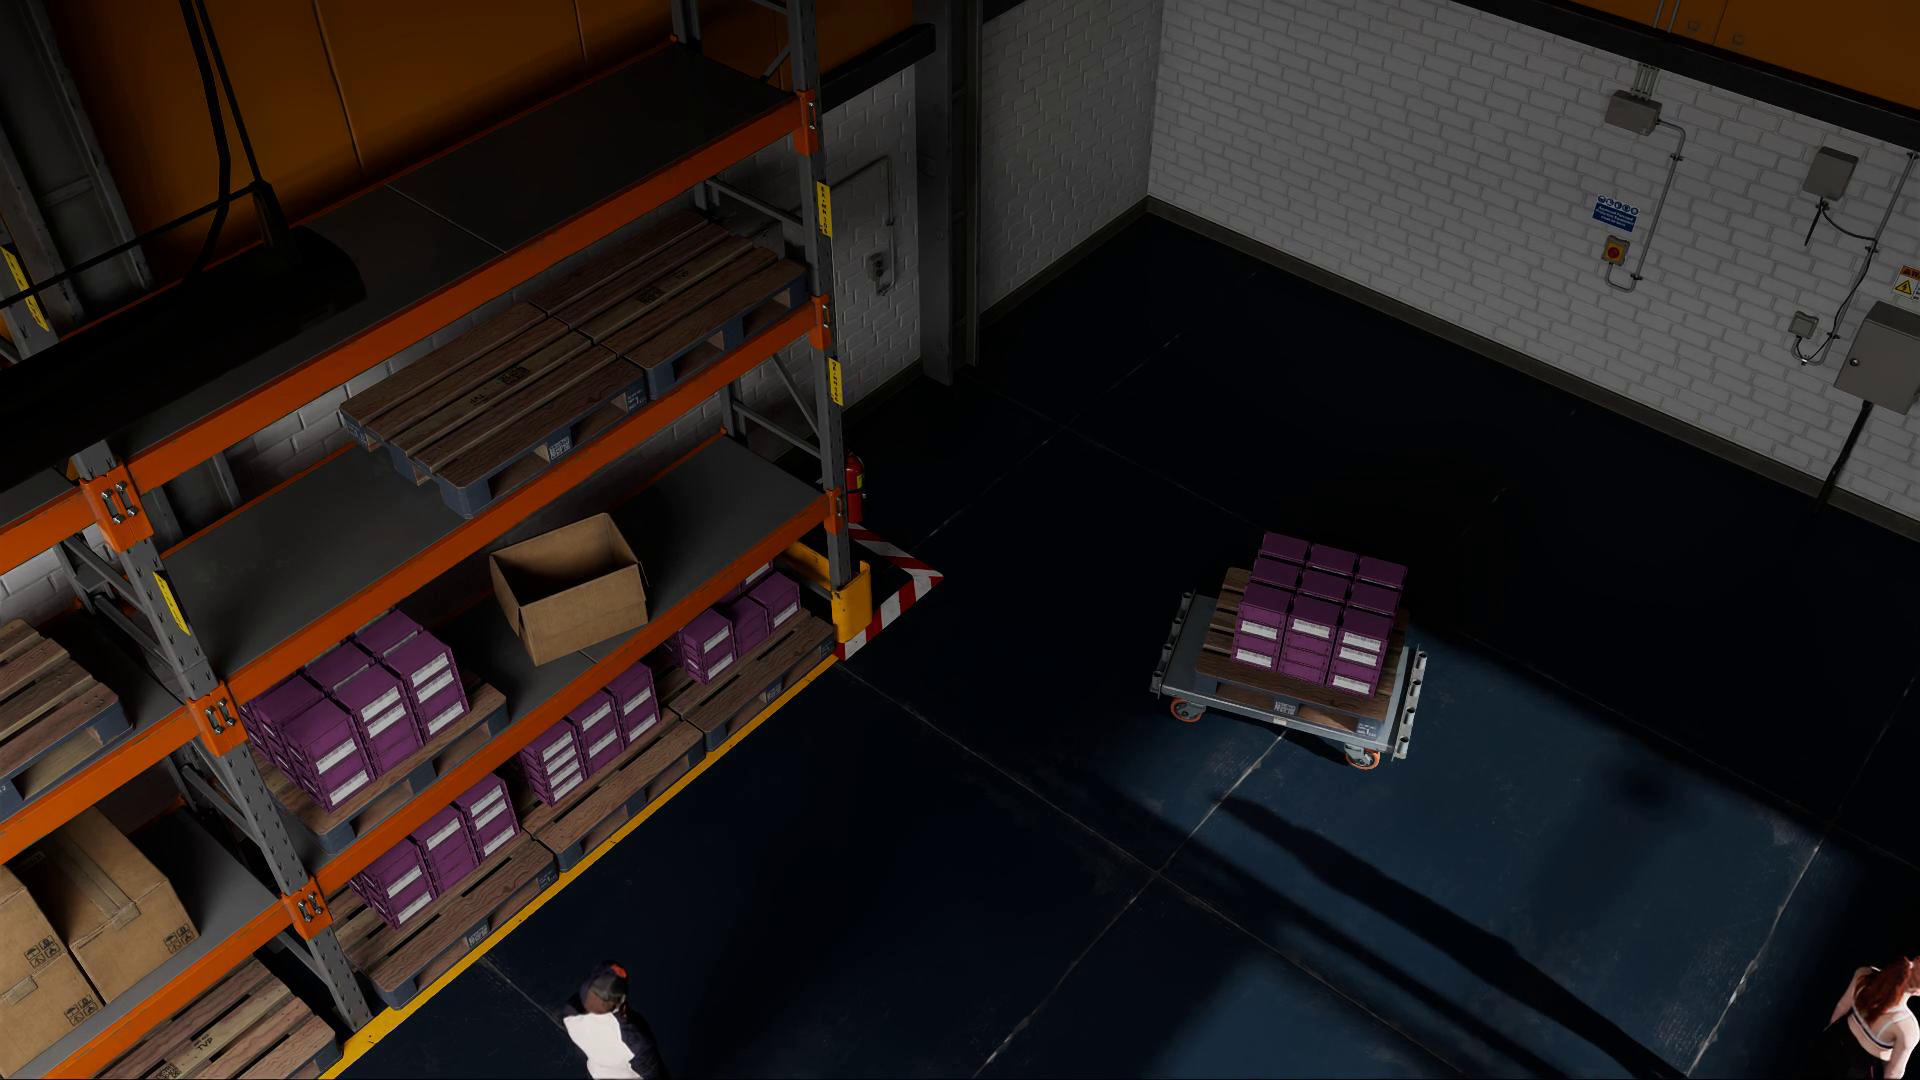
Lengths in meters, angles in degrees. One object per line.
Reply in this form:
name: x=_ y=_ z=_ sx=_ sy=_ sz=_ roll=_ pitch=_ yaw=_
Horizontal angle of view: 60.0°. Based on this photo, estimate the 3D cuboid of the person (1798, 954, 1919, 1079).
person: x=4.397 y=2.570 z=8.230 sx=0.694 sy=1.742 sz=0.658 roll=-8 pitch=44 yaw=-8

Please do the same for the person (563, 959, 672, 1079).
person: x=-1.610 y=2.623 z=8.066 sx=0.734 sy=1.891 sz=0.649 roll=21 pitch=47 yaw=21
